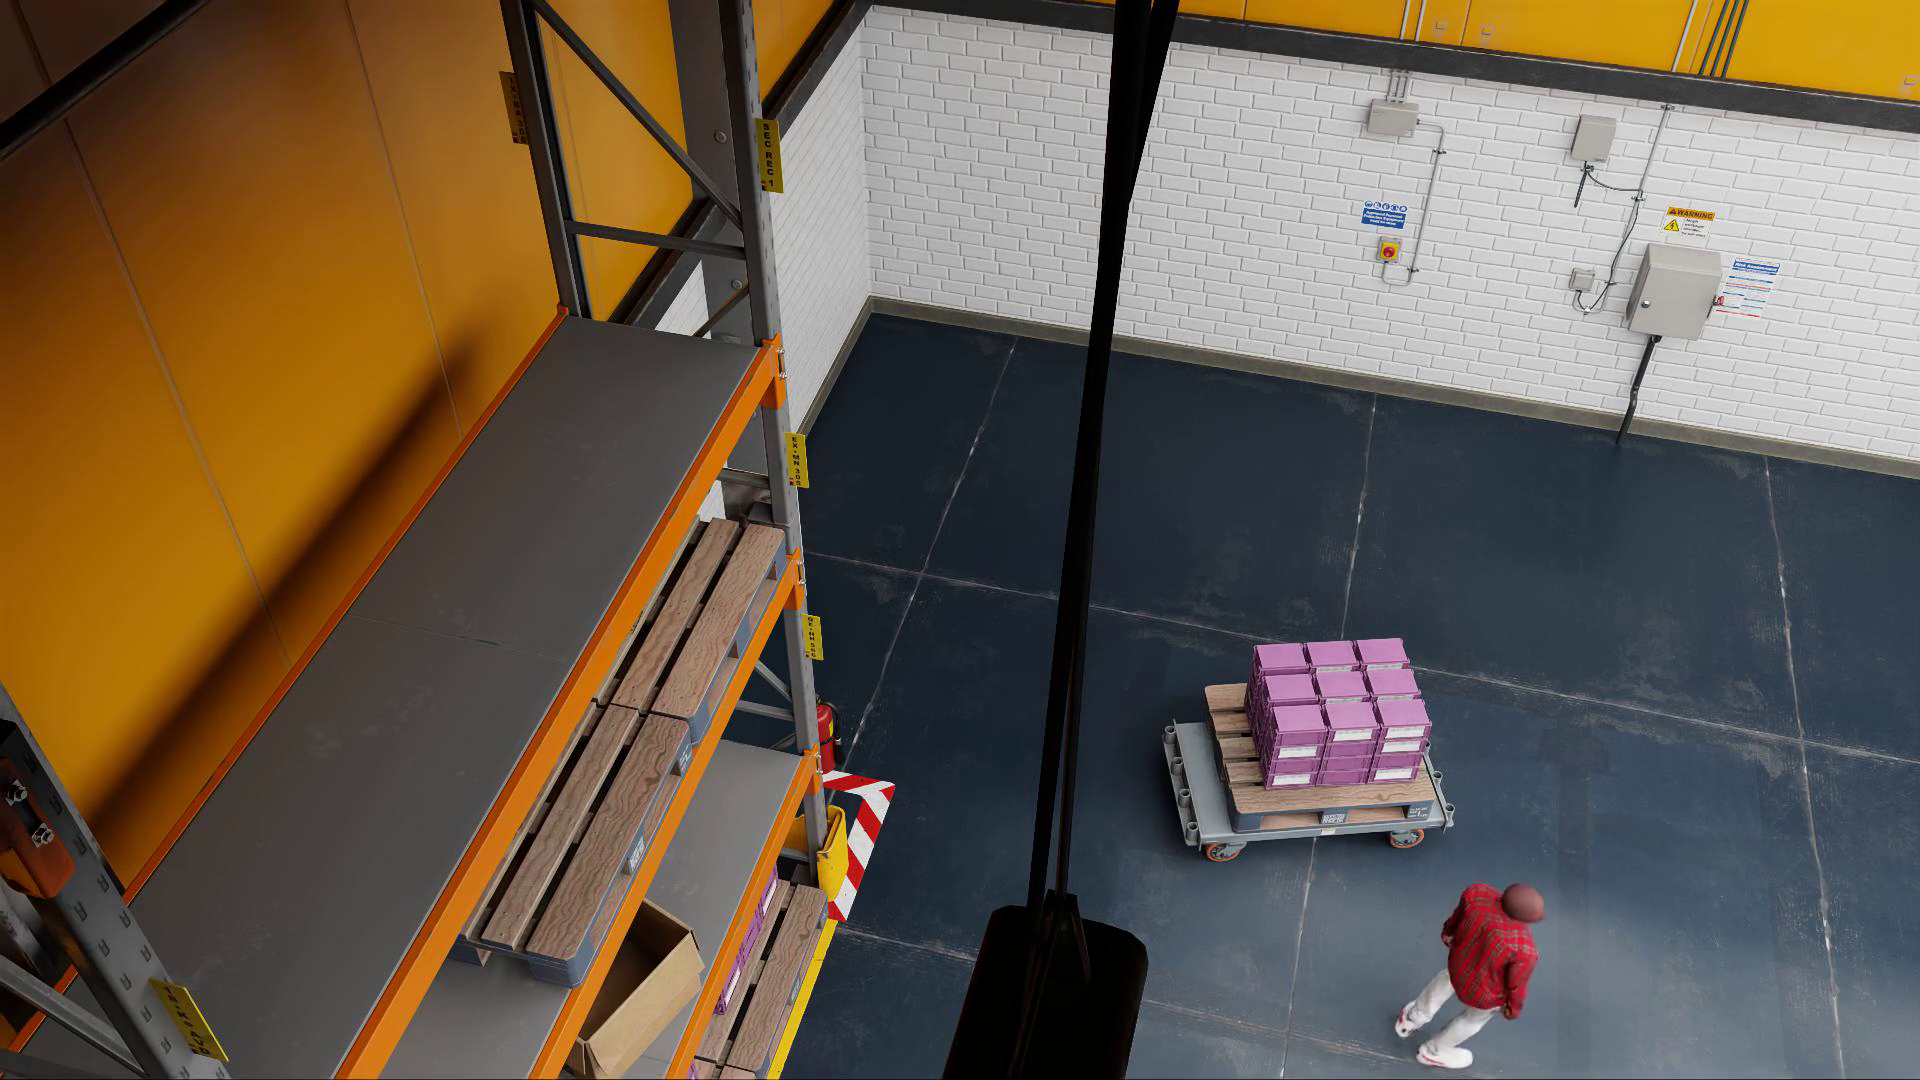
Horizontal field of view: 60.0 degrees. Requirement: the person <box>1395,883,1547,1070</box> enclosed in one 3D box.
[{"bbox_3d":[2.680,2.235,8.639,0.954,1.783,0.846,-25,49,-24],"label":"person"}]
